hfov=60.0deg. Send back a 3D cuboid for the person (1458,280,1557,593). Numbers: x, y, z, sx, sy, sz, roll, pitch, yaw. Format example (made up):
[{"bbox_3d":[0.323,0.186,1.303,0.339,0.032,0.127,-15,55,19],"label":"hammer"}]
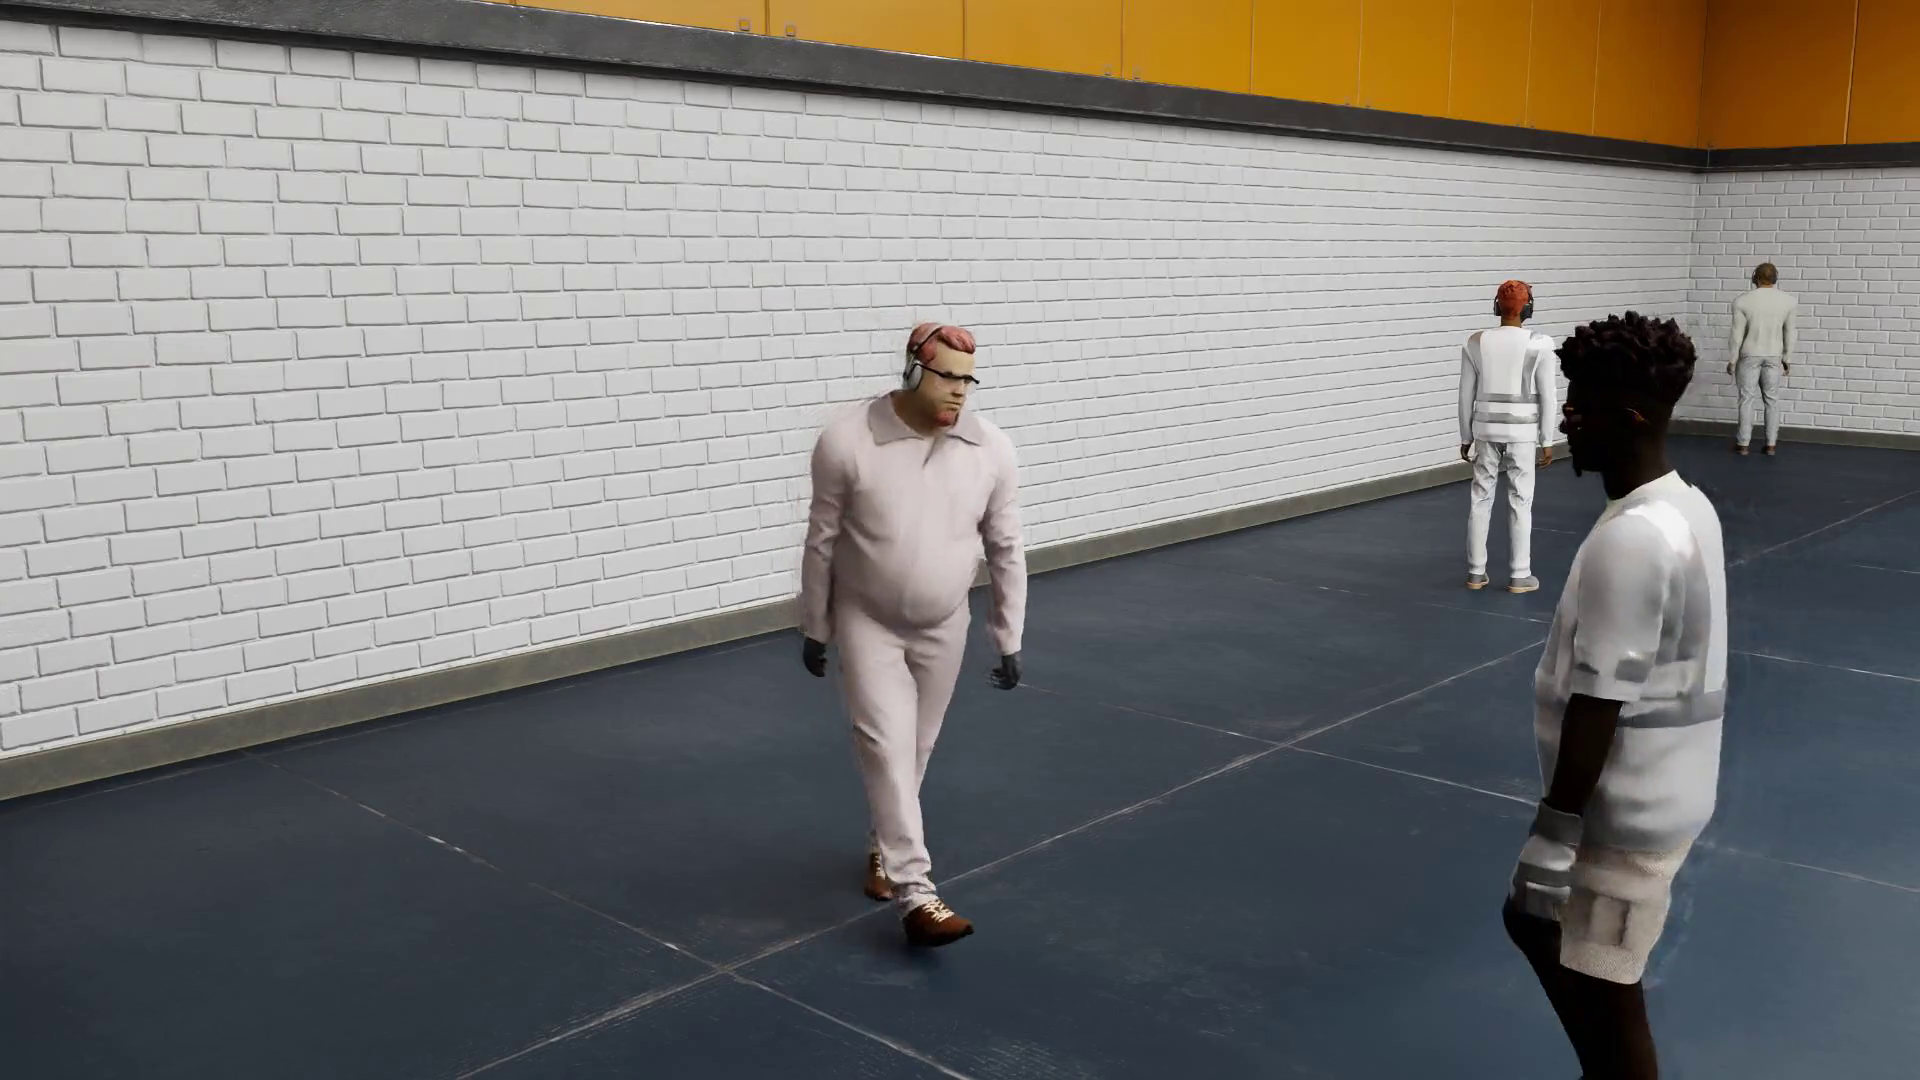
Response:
[{"bbox_3d":[3.303,-0.619,10.056,0.578,1.883,0.353,6,12,33],"label":"person"}]

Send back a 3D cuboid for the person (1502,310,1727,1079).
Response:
[{"bbox_3d":[1.299,0.516,3.408,0.475,1.951,0.620,5,11,25],"label":"person"}]

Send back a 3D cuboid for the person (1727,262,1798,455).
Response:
[{"bbox_3d":[8.046,-1.819,16.729,0.635,1.936,0.355,1,10,6],"label":"person"}]

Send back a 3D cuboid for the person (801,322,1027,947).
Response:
[{"bbox_3d":[-0.120,0.277,5.042,0.666,1.853,0.941,-3,11,-19],"label":"person"}]
